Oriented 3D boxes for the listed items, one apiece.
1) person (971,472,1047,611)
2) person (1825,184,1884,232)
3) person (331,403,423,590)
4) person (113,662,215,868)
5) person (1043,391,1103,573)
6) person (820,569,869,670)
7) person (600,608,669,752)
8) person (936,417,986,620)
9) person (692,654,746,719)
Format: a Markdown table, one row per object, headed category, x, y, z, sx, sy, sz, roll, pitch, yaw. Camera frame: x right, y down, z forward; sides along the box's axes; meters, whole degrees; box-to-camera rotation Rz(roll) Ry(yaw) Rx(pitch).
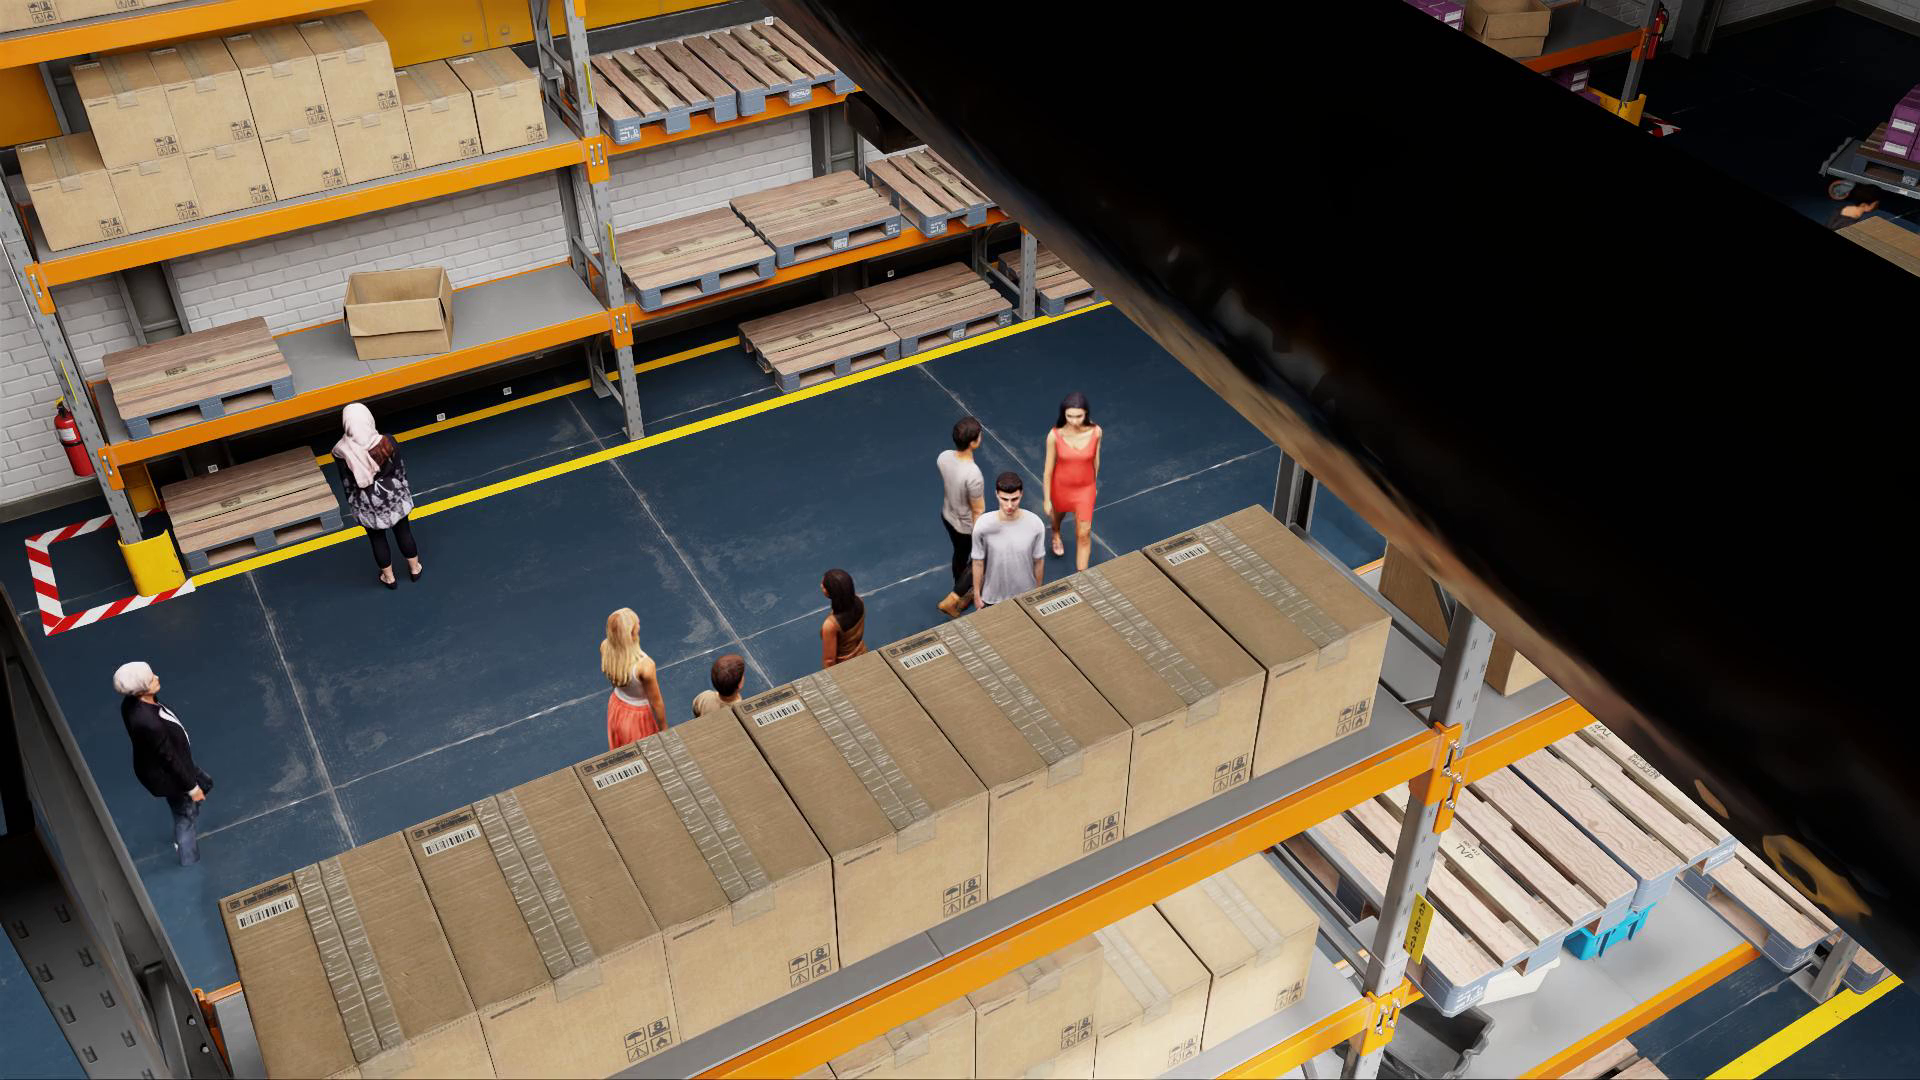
| category | x | y | z | sx | sy | sz | roll | pitch | yaw |
| --- | --- | --- | --- | --- | --- | --- | --- | --- | --- |
| person | 0.339 | 0.310 | 11.442 | 0.669 | 1.887 | 0.805 | -3 | 39 | -4 |
| person | 7.812 | -2.493 | 15.117 | 0.950 | 1.681 | 0.882 | 4 | 39 | 5 |
| person | -4.355 | -0.334 | 12.449 | 0.539 | 1.637 | 0.672 | -20 | 43 | -23 |
| person | -4.993 | 1.495 | 10.349 | 0.596 | 1.766 | 0.736 | -21 | 43 | -24 |
| person | 0.814 | -0.421 | 12.532 | 1.167 | 1.670 | 0.966 | -5 | 39 | -6 |
| person | -0.742 | 0.857 | 10.920 | 0.701 | 1.683 | 0.606 | 18 | 42 | 21 |
| person | -2.053 | 1.139 | 10.471 | 0.697 | 1.803 | 0.698 | 27 | 46 | 29 |
| person | -0.034 | -0.123 | 12.130 | 0.818 | 1.706 | 0.684 | -26 | 45 | -29 |
| person | -1.340 | 1.412 | 10.090 | 0.747 | 1.852 | 0.782 | 13 | 41 | 16 |
